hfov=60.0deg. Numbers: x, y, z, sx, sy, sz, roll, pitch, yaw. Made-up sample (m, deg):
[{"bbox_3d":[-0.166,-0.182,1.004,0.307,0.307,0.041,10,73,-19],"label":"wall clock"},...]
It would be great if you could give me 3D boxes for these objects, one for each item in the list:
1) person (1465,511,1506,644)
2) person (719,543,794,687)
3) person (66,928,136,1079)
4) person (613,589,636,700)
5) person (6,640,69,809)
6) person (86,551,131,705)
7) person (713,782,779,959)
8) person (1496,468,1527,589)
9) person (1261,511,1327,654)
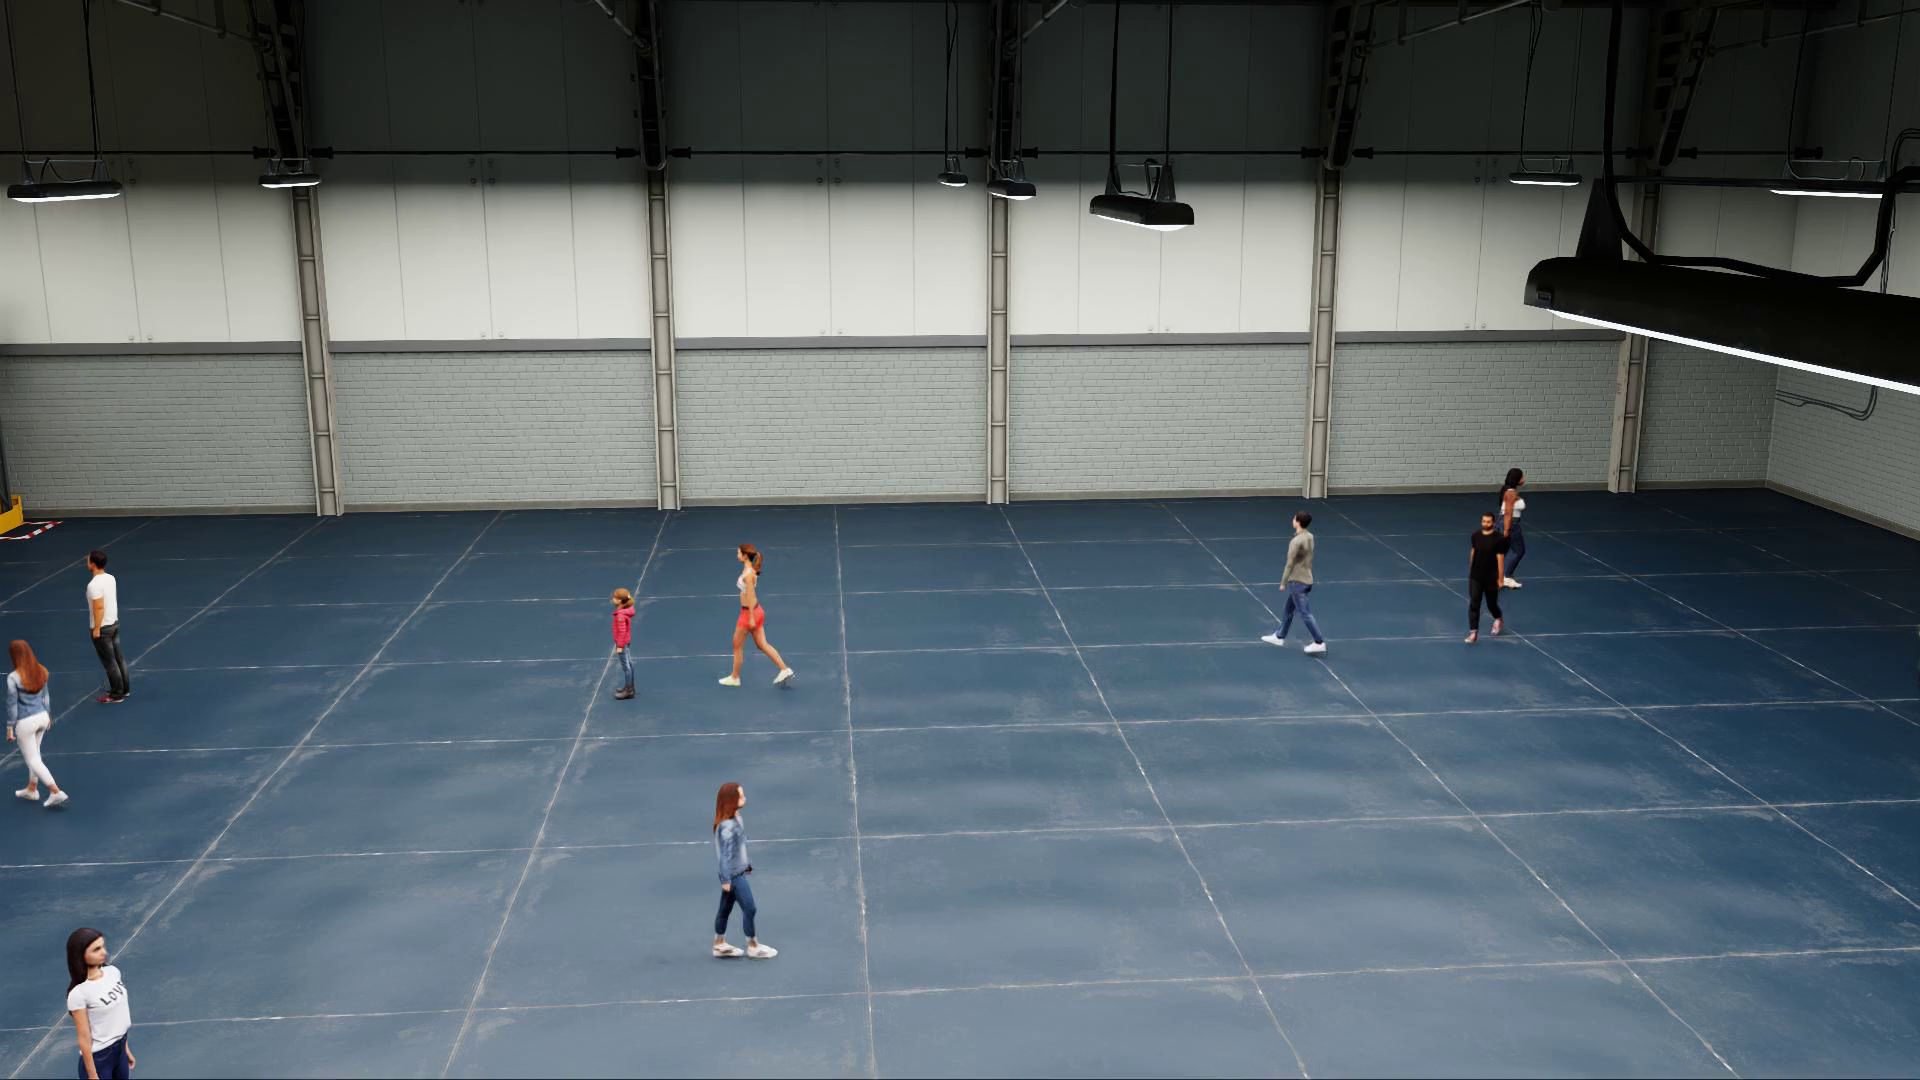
[{"bbox_3d":[6.941,0.474,21.863,1.068,1.733,1.124,10,17,38],"label":"person"},{"bbox_3d":[-2.403,0.931,19.851,1.155,1.751,0.689,0,13,2],"label":"person"},{"bbox_3d":[-5.198,3.183,10.072,0.549,1.775,0.609,0,13,2],"label":"person"},{"bbox_3d":[-3.959,1.208,19.615,0.494,1.318,0.513,-1,13,-3],"label":"person"},{"bbox_3d":[-9.010,1.805,16.223,1.039,1.684,0.836,3,13,14],"label":"person"},{"bbox_3d":[-9.977,1.001,19.433,0.512,1.803,0.636,-1,13,-4],"label":"person"},{"bbox_3d":[-1.872,2.628,13.160,0.738,1.464,0.600,-1,13,-3],"label":"person"},{"bbox_3d":[7.983,-0.174,24.531,0.709,1.793,0.703,1,13,5],"label":"person"},{"bbox_3d":[4.420,0.576,21.227,1.263,1.822,1.150,9,16,34],"label":"person"}]
